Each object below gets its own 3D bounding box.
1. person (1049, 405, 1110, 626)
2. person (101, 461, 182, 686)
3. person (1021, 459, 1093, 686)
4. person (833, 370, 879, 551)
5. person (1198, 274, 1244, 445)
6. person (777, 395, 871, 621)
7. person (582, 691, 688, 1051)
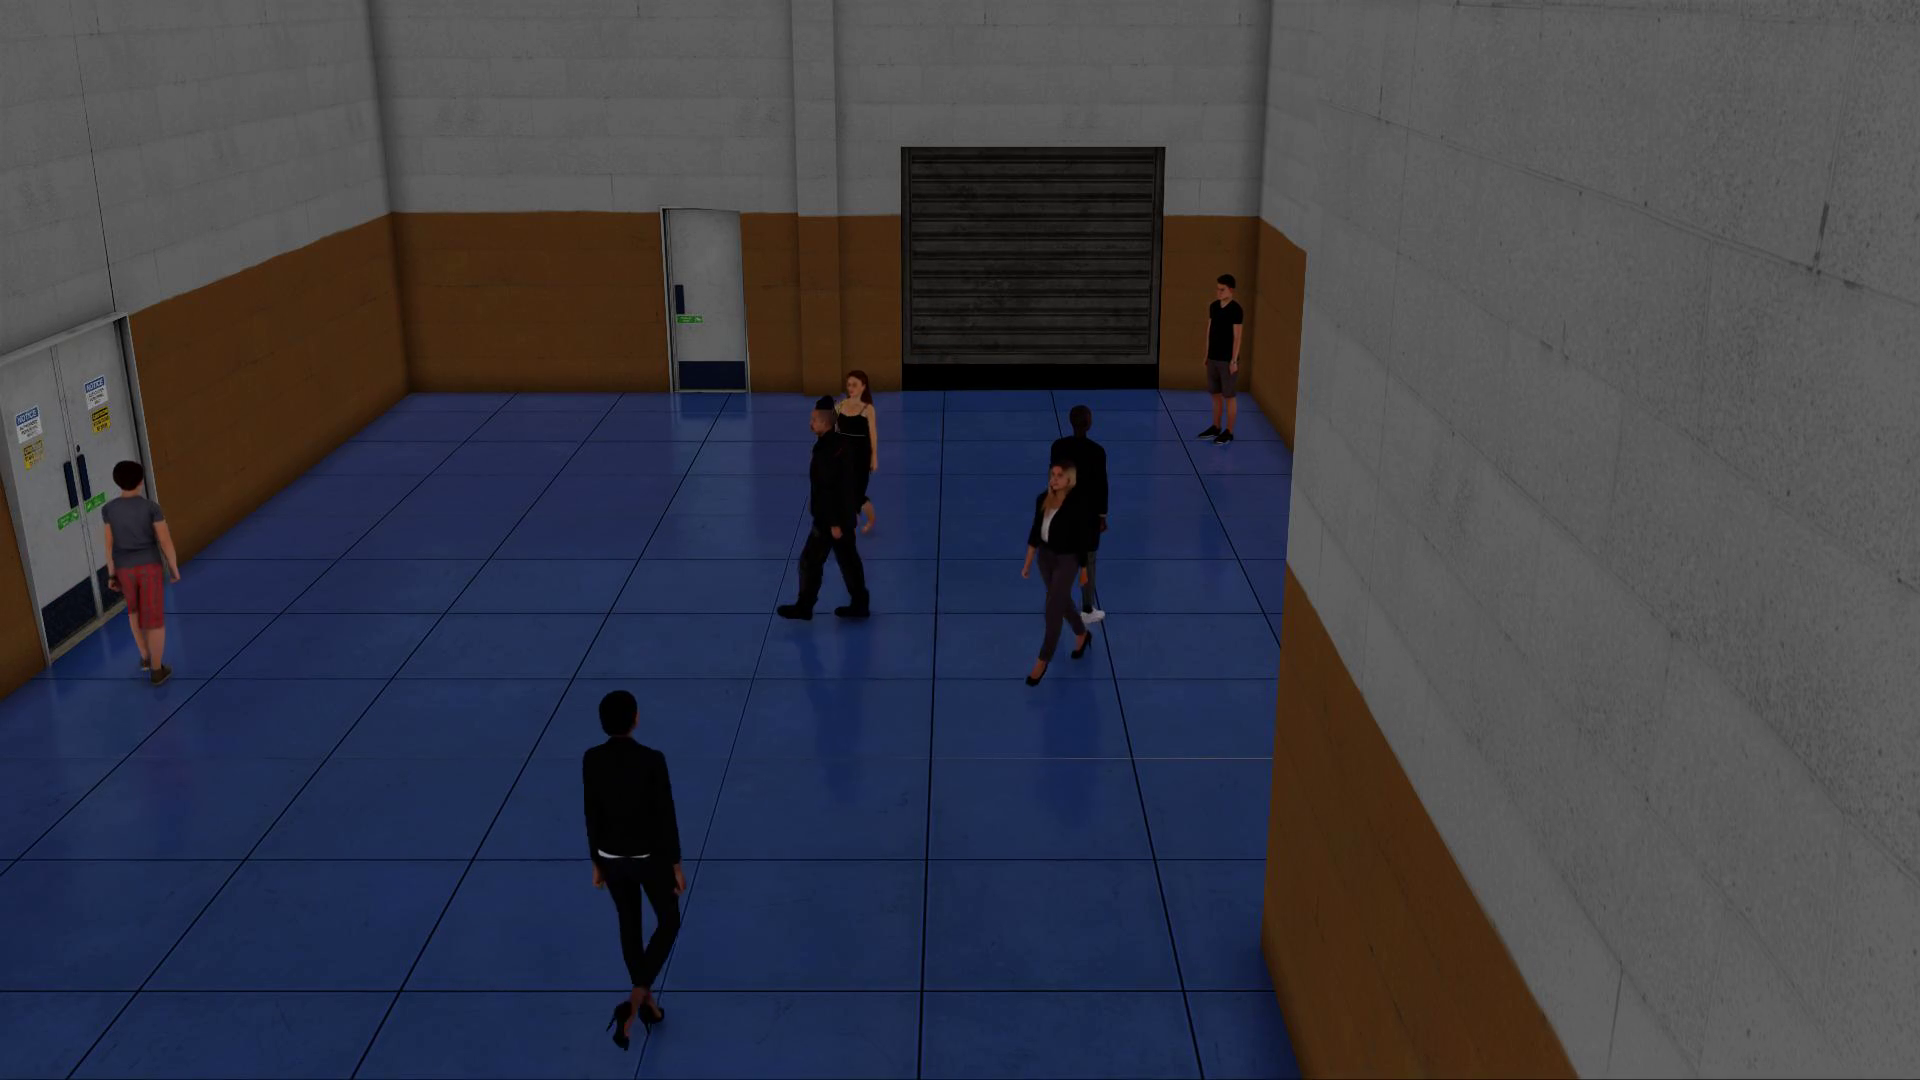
[{"bbox_3d":[0.919,-0.206,13.142,0.676,1.761,0.794,11,21,29],"label":"person"},{"bbox_3d":[-5.896,0.268,11.913,0.637,1.635,0.721,-4,19,-10],"label":"person"},{"bbox_3d":[0.773,0.209,12.127,1.090,1.624,1.020,-17,25,-42],"label":"person"},{"bbox_3d":[-0.907,-0.738,15.004,1.107,1.578,0.987,10,21,27],"label":"person"},{"bbox_3d":[2.926,-2.018,18.359,0.774,1.861,0.759,-11,22,-30],"label":"person"},{"bbox_3d":[-0.902,-0.216,13.018,1.030,1.835,0.896,4,19,13],"label":"person"},{"bbox_3d":[-1.534,1.582,7.741,0.859,1.823,0.793,4,19,12],"label":"person"}]
